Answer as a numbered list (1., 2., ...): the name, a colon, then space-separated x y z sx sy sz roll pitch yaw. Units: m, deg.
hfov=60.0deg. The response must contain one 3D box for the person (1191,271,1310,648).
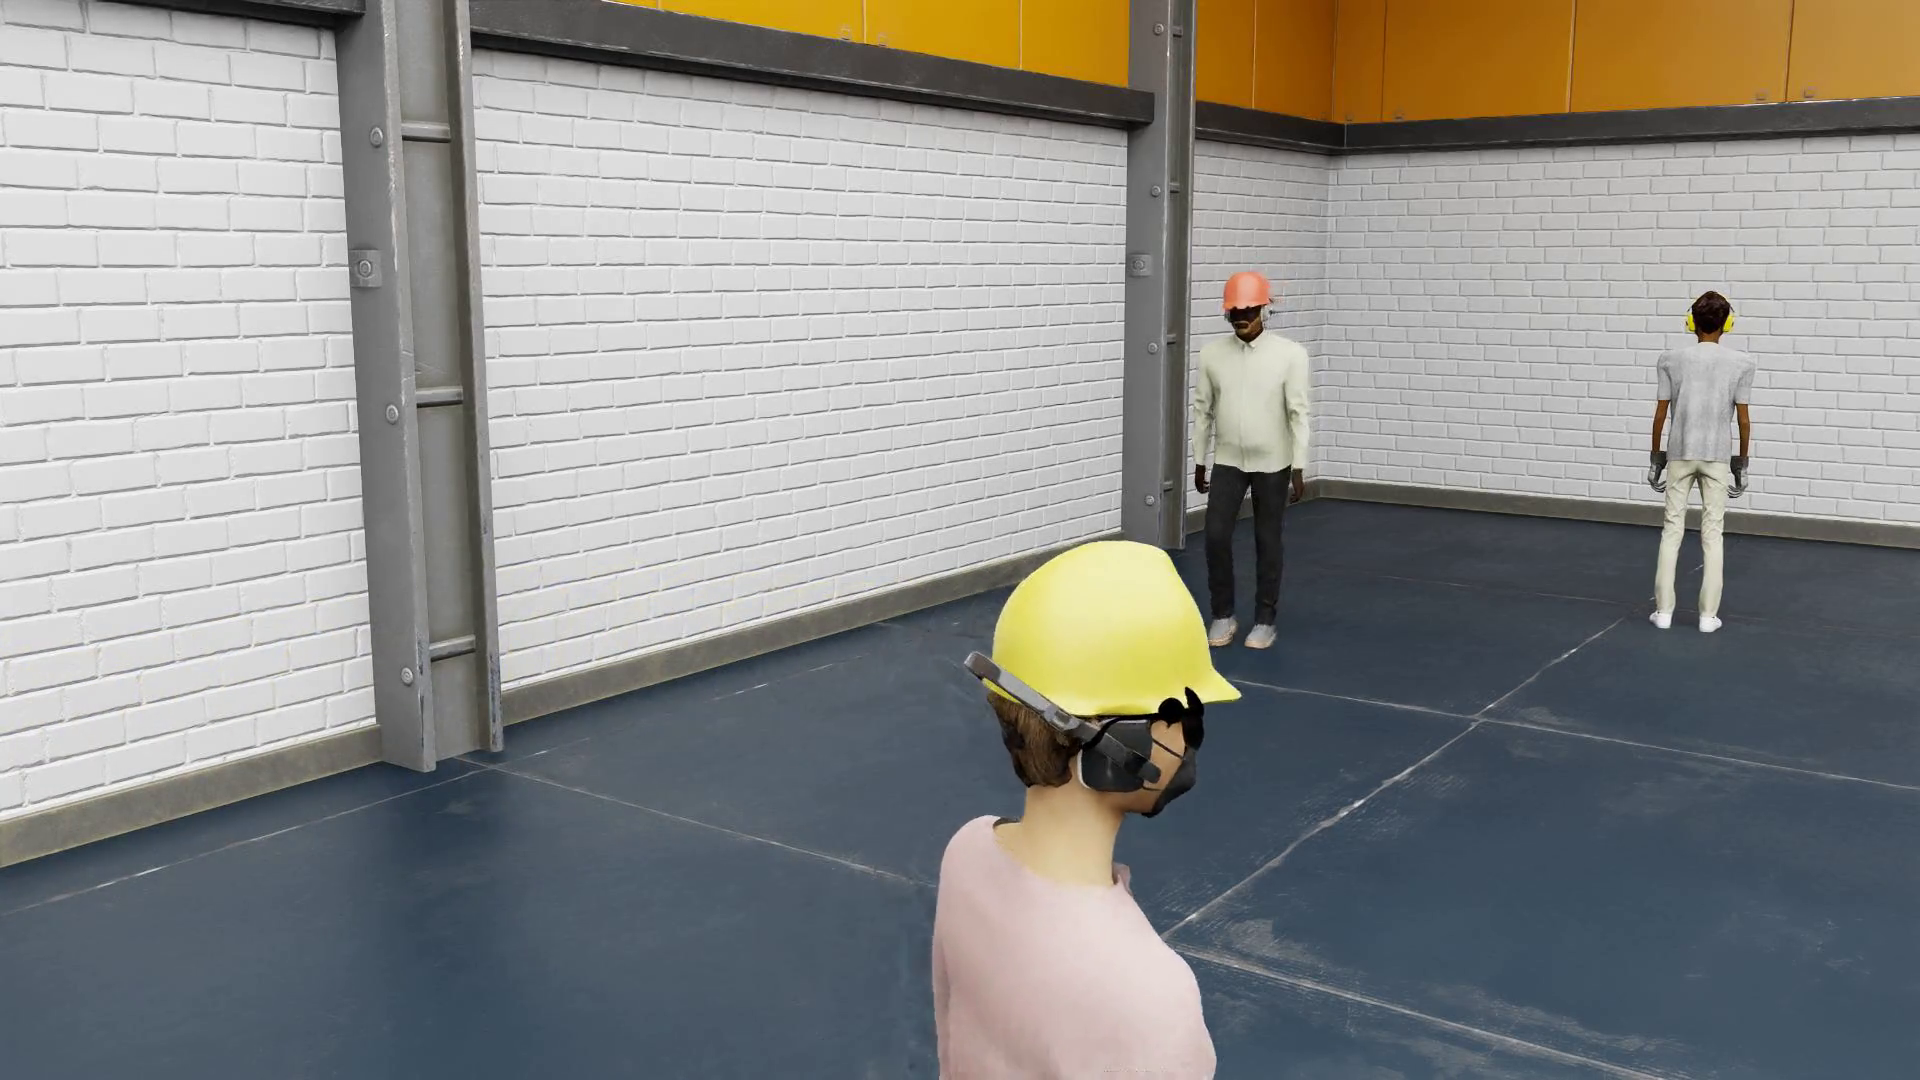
1. person: 1.491 -0.396 8.612 0.654 1.968 0.570 4 10 23

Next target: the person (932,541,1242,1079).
1. person: 0.032 0.869 1.749 0.721 1.751 0.535 -3 10 -18

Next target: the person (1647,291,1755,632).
1. person: 4.052 -0.425 9.120 0.510 1.862 0.323 4 10 25
